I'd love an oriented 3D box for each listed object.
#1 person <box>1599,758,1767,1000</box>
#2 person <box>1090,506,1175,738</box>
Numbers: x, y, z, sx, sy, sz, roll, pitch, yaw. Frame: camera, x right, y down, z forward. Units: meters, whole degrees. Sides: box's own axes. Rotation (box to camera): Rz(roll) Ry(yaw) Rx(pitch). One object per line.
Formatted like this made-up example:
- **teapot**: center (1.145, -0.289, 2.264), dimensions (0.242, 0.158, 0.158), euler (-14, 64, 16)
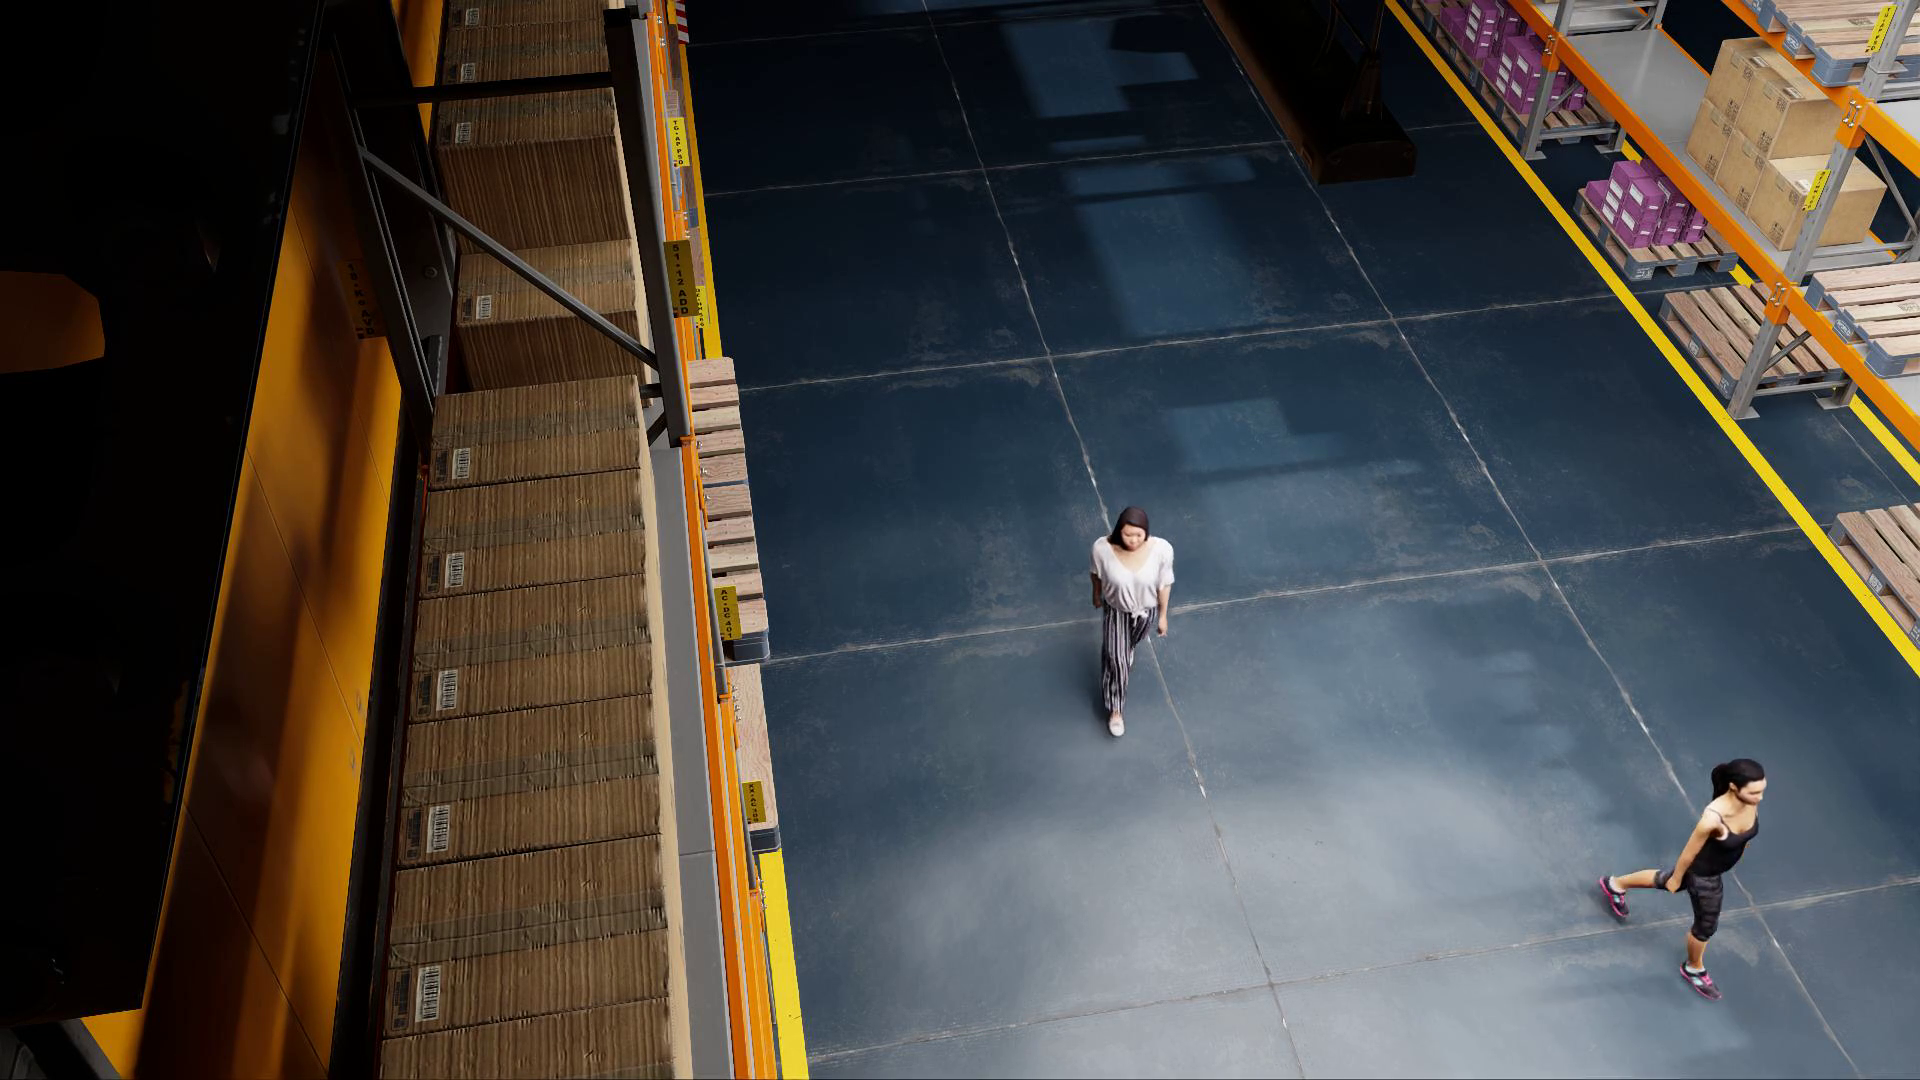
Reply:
- **person**: center (4.026, 1.736, 9.170), dimensions (0.894, 1.687, 1.185), euler (-26, 49, -25)
- **person**: center (1.099, 0.362, 10.651), dimensions (0.812, 1.635, 1.179), euler (1, 44, 1)
